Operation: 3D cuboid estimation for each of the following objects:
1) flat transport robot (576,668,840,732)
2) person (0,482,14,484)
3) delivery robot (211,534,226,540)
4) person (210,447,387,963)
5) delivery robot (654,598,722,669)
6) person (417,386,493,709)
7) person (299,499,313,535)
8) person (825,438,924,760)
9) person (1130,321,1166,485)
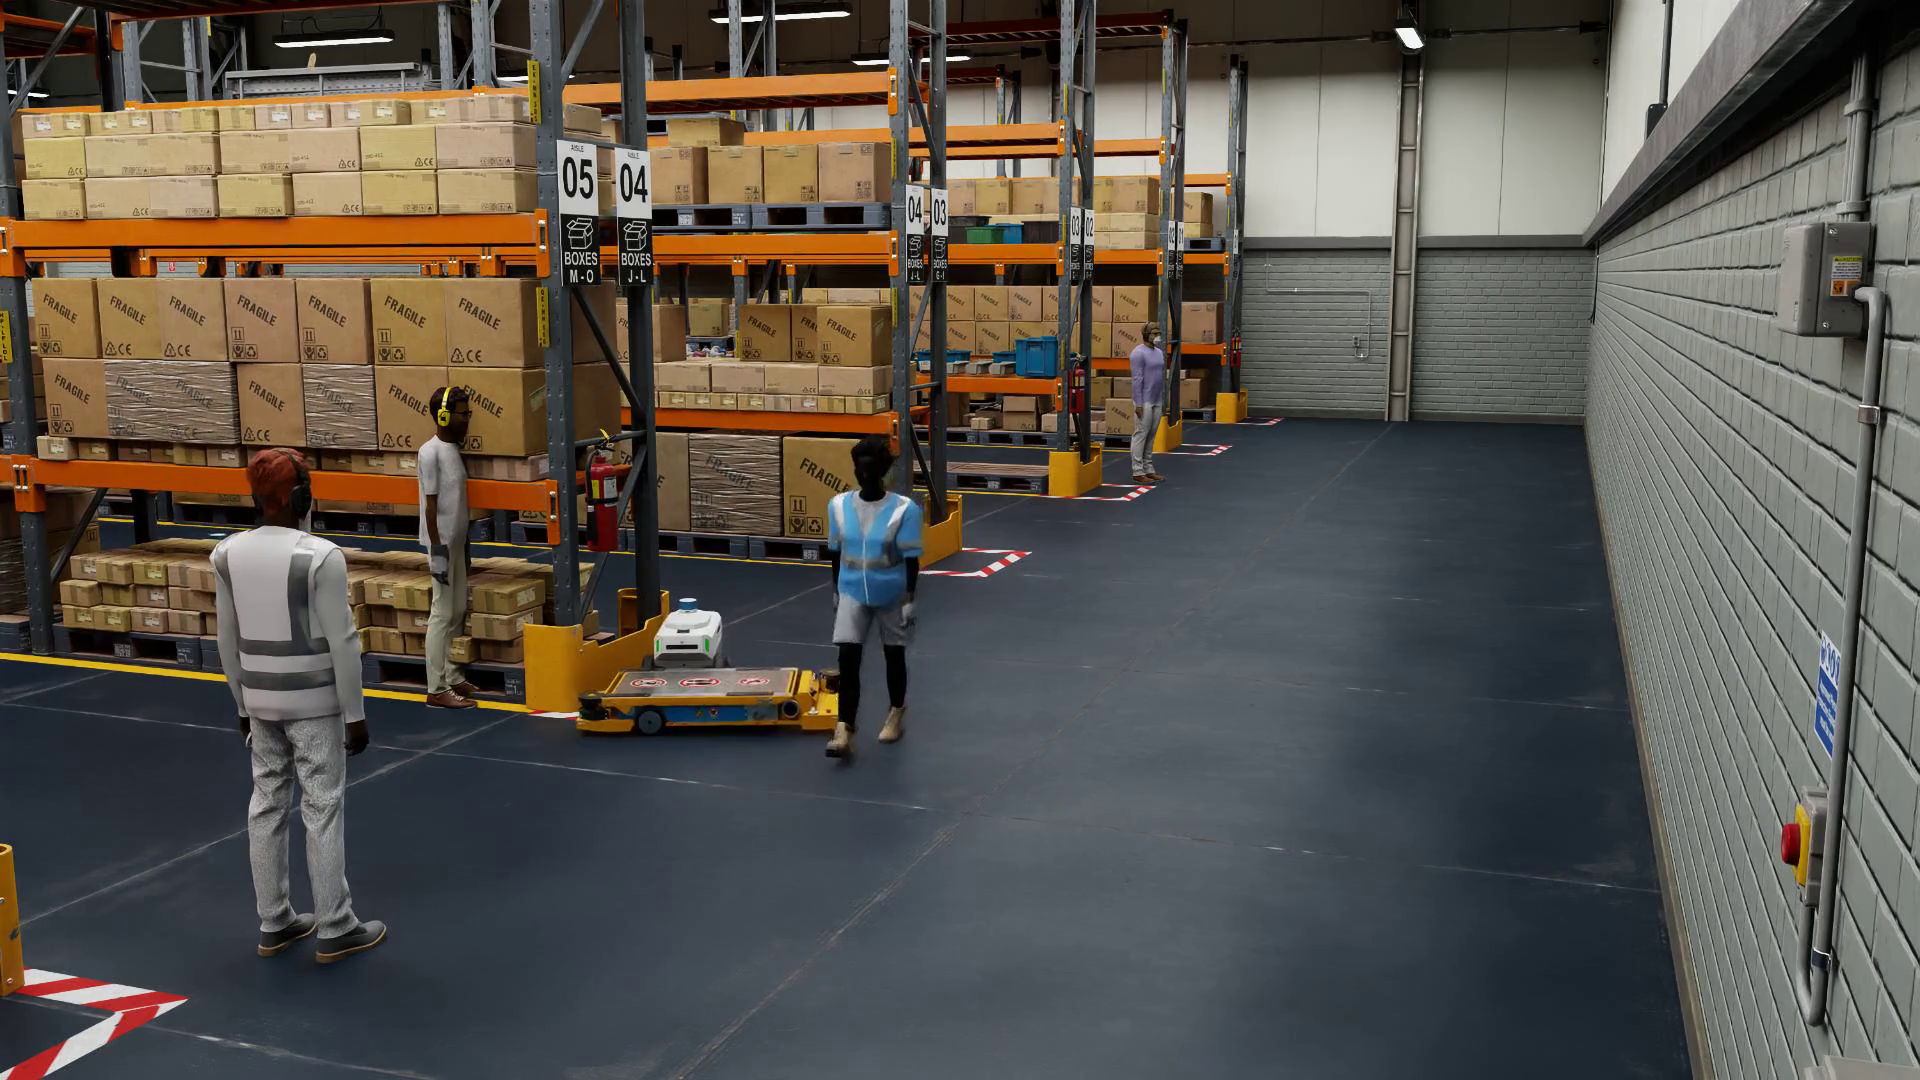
[{"bbox_3d":[-1.370,0.885,9.303,1.431,0.197,0.652,0,9,-2],"label":"flat transport robot"},{"bbox_3d":[-9.597,-1.104,16.437,0.828,1.962,0.648,3,10,19],"label":"person"},{"bbox_3d":[-5.530,0.196,12.431,0.707,0.478,0.477,3,10,19],"label":"delivery robot"},{"bbox_3d":[-2.409,0.602,6.052,0.575,1.884,0.355,3,10,18],"label":"person"},{"bbox_3d":[-1.623,0.592,9.955,0.477,0.478,0.707,0,9,-3],"label":"delivery robot"},{"bbox_3d":[-2.940,0.045,9.614,0.333,1.860,0.510,0,9,3],"label":"person"},{"bbox_3d":[-5.626,-0.647,13.987,0.429,1.839,0.632,6,11,34],"label":"person"},{"bbox_3d":[-0.461,0.301,8.601,0.549,1.651,0.833,2,9,14],"label":"person"},{"bbox_3d":[2.251,-1.636,19.854,0.372,1.940,0.629,6,11,33],"label":"person"}]
